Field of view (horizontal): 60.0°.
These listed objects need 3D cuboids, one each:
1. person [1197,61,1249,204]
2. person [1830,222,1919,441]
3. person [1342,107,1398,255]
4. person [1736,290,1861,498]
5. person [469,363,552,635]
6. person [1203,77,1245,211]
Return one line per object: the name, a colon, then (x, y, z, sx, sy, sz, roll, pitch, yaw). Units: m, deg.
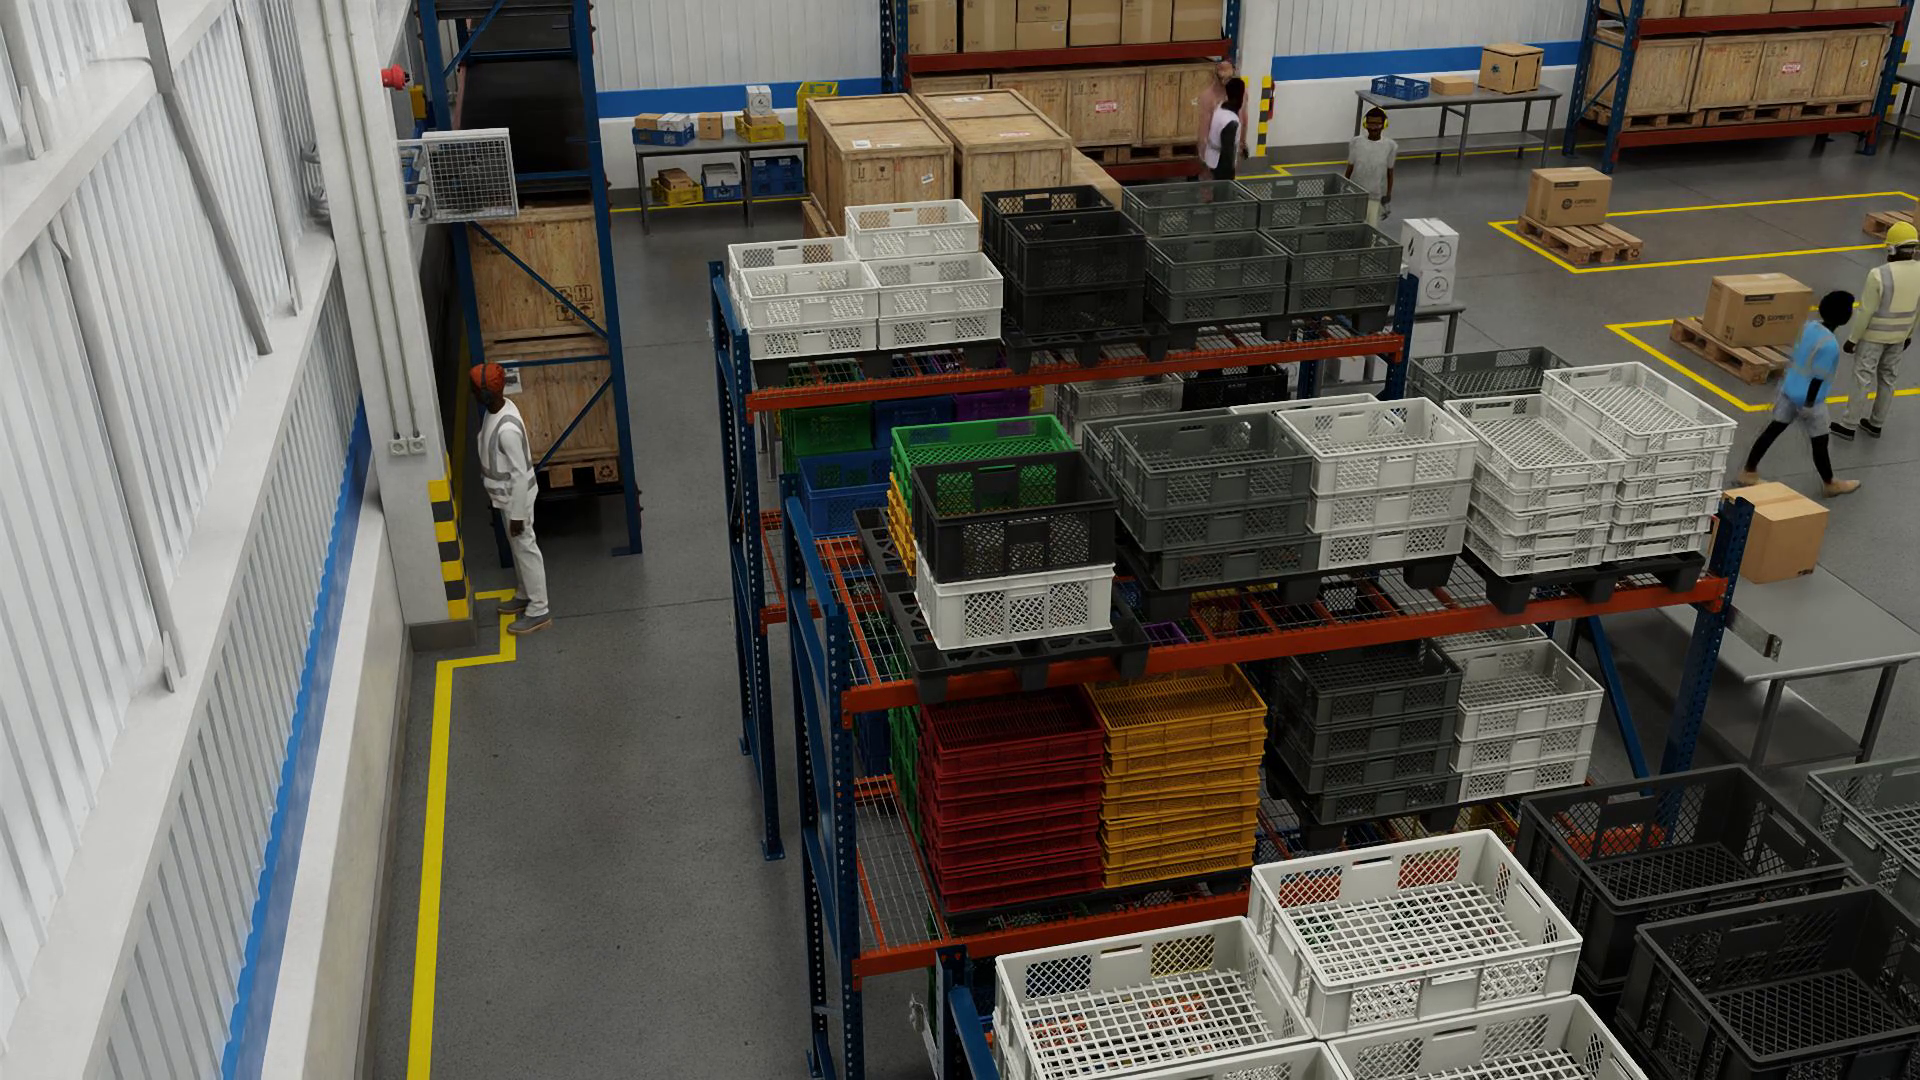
person: (2.999, -4.440, 18.740, 0.748, 1.882, 0.405, -12, 30, -22)
person: (7.519, -1.695, 13.580, 0.587, 1.823, 0.403, -5, 28, -9)
person: (4.118, -3.451, 16.874, 0.508, 1.862, 0.329, 8, 29, 15)
person: (6.506, -1.107, 12.634, 0.869, 1.644, 0.545, 3, 28, 5)
person: (-2.927, -0.276, 10.825, 0.361, 1.882, 0.575, -11, 30, -20)
person: (2.817, -4.010, 17.891, 0.625, 1.896, 0.638, -1, 28, -2)
